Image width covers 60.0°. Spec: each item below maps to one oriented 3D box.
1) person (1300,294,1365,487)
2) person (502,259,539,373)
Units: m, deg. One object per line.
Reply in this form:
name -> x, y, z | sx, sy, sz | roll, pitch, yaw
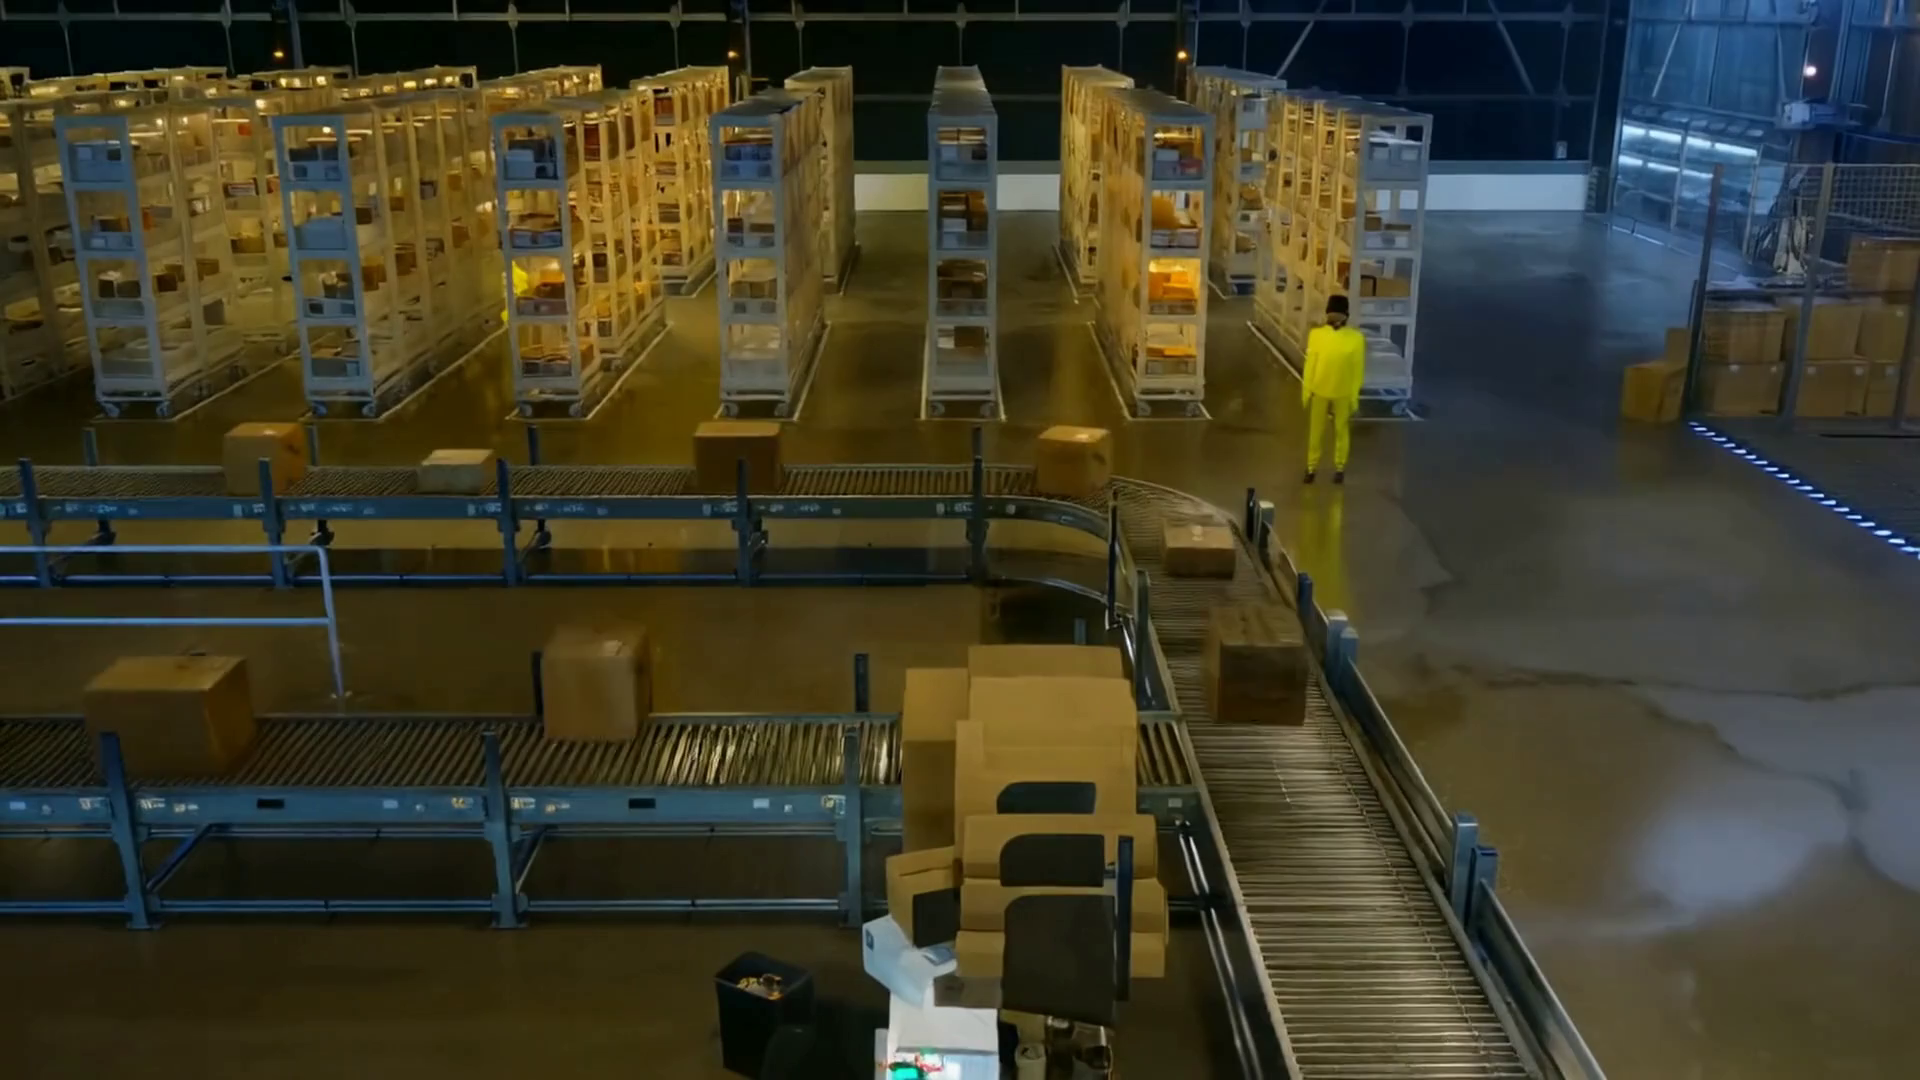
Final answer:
person -> 3.835, -1.542, 17.158 | 0.622, 1.996, 0.369 | 9, 20, 25
person -> -5.681, -2.956, 21.780 | 0.403, 1.833, 0.590 | 9, 20, 26
